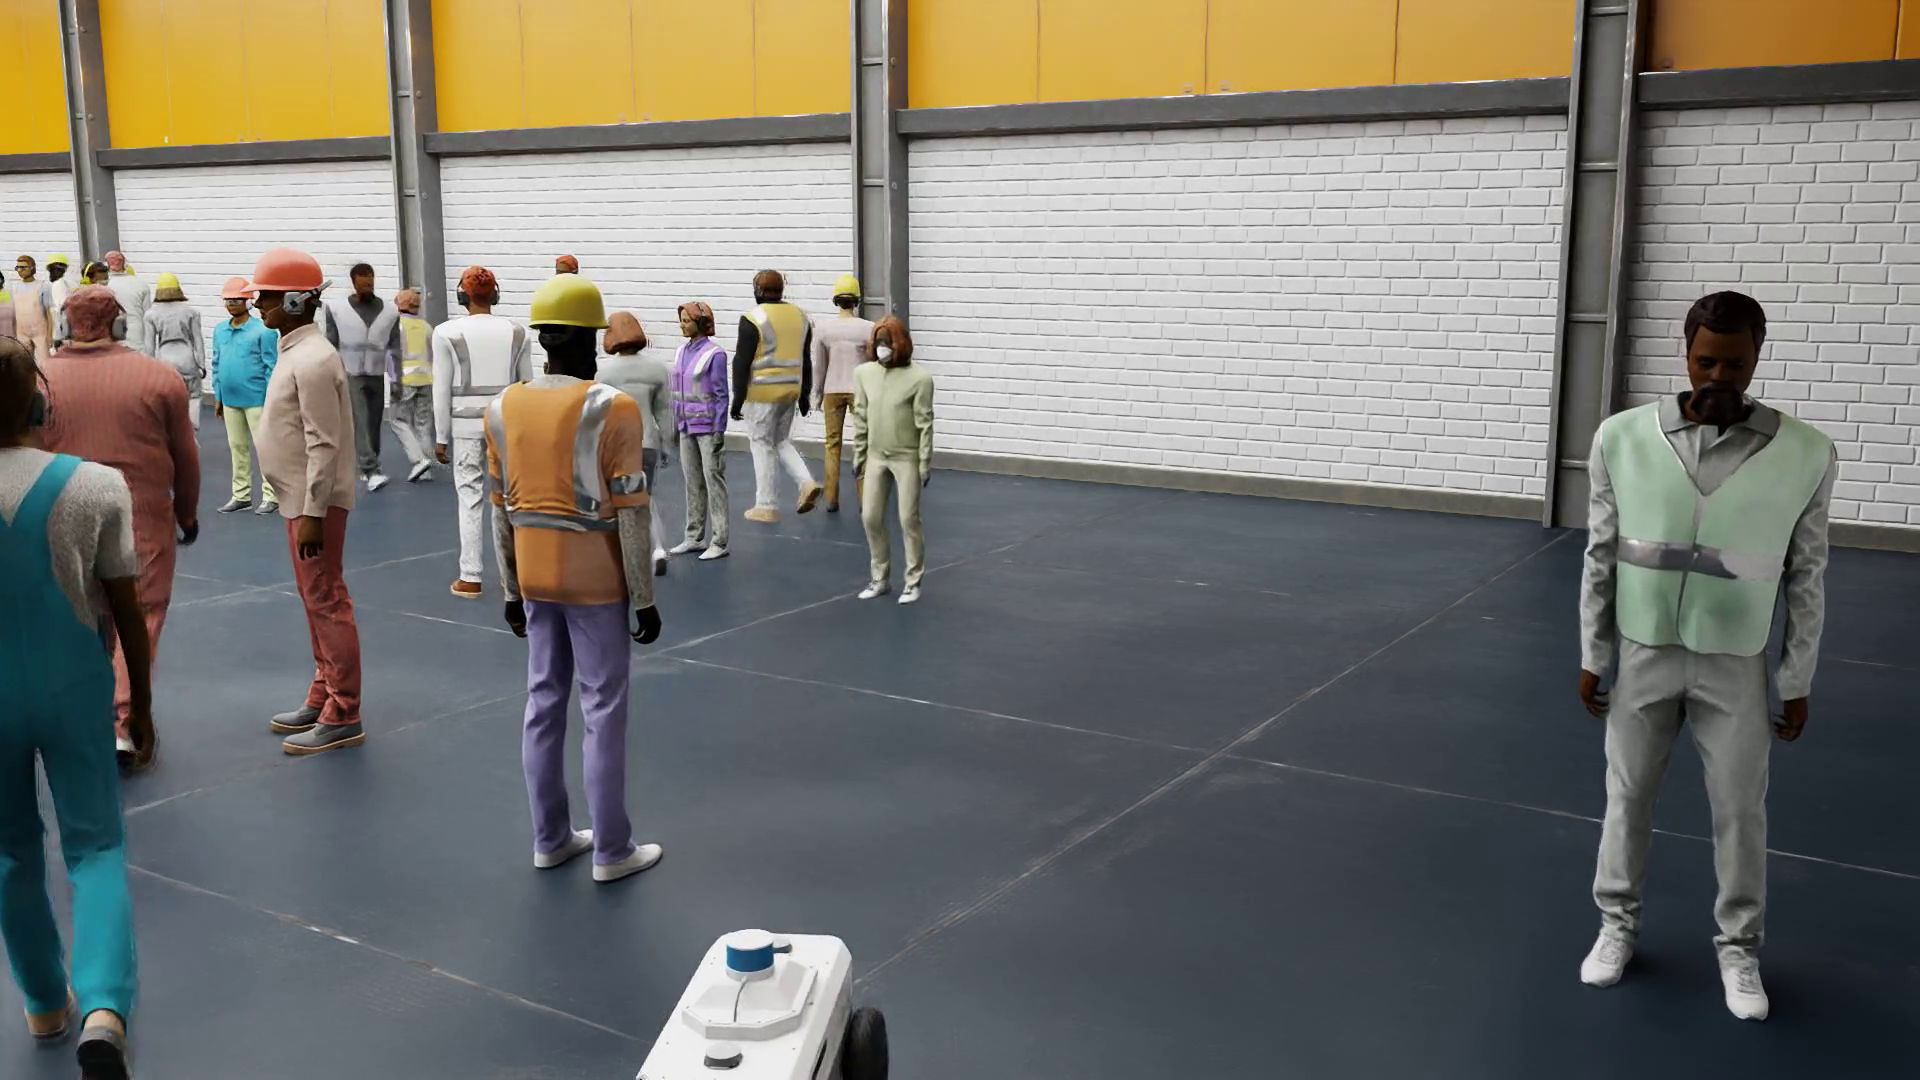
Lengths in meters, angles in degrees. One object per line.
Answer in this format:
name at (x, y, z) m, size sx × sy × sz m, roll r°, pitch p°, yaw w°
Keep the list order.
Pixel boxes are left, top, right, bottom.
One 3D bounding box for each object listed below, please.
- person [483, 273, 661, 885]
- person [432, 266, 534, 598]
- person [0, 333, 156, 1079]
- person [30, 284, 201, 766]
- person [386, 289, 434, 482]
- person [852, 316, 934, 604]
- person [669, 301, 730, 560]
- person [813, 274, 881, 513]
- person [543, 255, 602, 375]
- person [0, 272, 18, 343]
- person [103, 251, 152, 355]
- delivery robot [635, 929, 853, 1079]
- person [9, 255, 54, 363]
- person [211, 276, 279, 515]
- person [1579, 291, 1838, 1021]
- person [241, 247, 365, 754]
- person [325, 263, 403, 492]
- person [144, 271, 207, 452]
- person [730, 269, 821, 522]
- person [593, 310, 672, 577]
person at (-1.217, 0.127, 5.279) m, size 0.589 × 1.922 × 0.388 m, roll 5°, pitch 11°, yaw 25°
person at (-2.695, -0.609, 9.465) m, size 0.581 × 1.879 × 0.350 m, roll -8°, pitch 13°, yaw -36°
person at (-2.187, 0.422, 3.940) m, size 0.513 × 1.818 × 0.857 m, roll -6°, pitch 12°, yaw -28°
person at (-3.329, -0.069, 6.524) m, size 0.623 × 1.860 × 0.953 m, roll -2°, pitch 10°, yaw -10°
person at (-4.570, -1.286, 13.934) m, size 0.519 × 1.607 × 0.551 m, roll 7°, pitch 12°, yaw 33°
person at (-0.368, -0.437, 9.241) m, size 0.503 × 1.616 × 0.349 m, roll 6°, pitch 12°, yaw 28°
person at (-1.656, -0.696, 10.599) m, size 0.306 × 1.640 × 0.523 m, roll -10°, pitch 14°, yaw -44°
person at (-0.826, -1.077, 12.353) m, size 0.532 × 1.772 × 0.300 m, roll 2°, pitch 10°, yaw 11°
person at (-3.620, -1.703, 15.499) m, size 0.583 × 1.882 × 0.338 m, roll 2°, pitch 11°, yaw 13°
person at (-12.261, -2.624, 21.218) m, size 0.883 × 1.650 × 0.544 m, roll 8°, pitch 13°, yaw 39°
person at (-9.219, -2.222, 18.324) m, size 0.639 × 1.905 × 0.407 m, roll -6°, pitch 12°, yaw -31°
delivery robot at (-0.442, 1.074, 3.538) m, size 0.477 × 0.478 × 0.707 m, roll 1°, pitch 10°, yaw 5°
person at (-10.927, -2.423, 19.595) m, size 0.506 × 1.847 × 0.344 m, roll 0°, pitch 10°, yaw 0°
person at (-5.298, -1.064, 12.313) m, size 0.563 × 1.755 × 0.322 m, roll 3°, pitch 11°, yaw 16°
person at (1.930, 0.303, 4.364) m, size 0.582 × 1.899 × 0.420 m, roll 5°, pitch 11°, yaw 26°
person at (-2.598, -0.156, 6.624) m, size 0.377 × 1.995 × 0.608 m, roll -5°, pitch 11°, yaw -27°
person at (-4.816, -1.312, 13.529) m, size 0.611 × 1.831 × 1.060 m, roll -8°, pitch 13°, yaw -38°
person at (-7.330, -1.639, 15.563) m, size 0.511 × 1.726 × 0.366 m, roll -3°, pitch 11°, yaw -18°
person at (-1.330, -1.027, 11.945) m, size 0.507 × 1.825 × 0.643 m, roll 8°, pitch 13°, yaw 38°
person at (-1.949, -0.536, 9.769) m, size 0.499 × 1.617 × 0.351 m, roll -7°, pitch 12°, yaw -34°
